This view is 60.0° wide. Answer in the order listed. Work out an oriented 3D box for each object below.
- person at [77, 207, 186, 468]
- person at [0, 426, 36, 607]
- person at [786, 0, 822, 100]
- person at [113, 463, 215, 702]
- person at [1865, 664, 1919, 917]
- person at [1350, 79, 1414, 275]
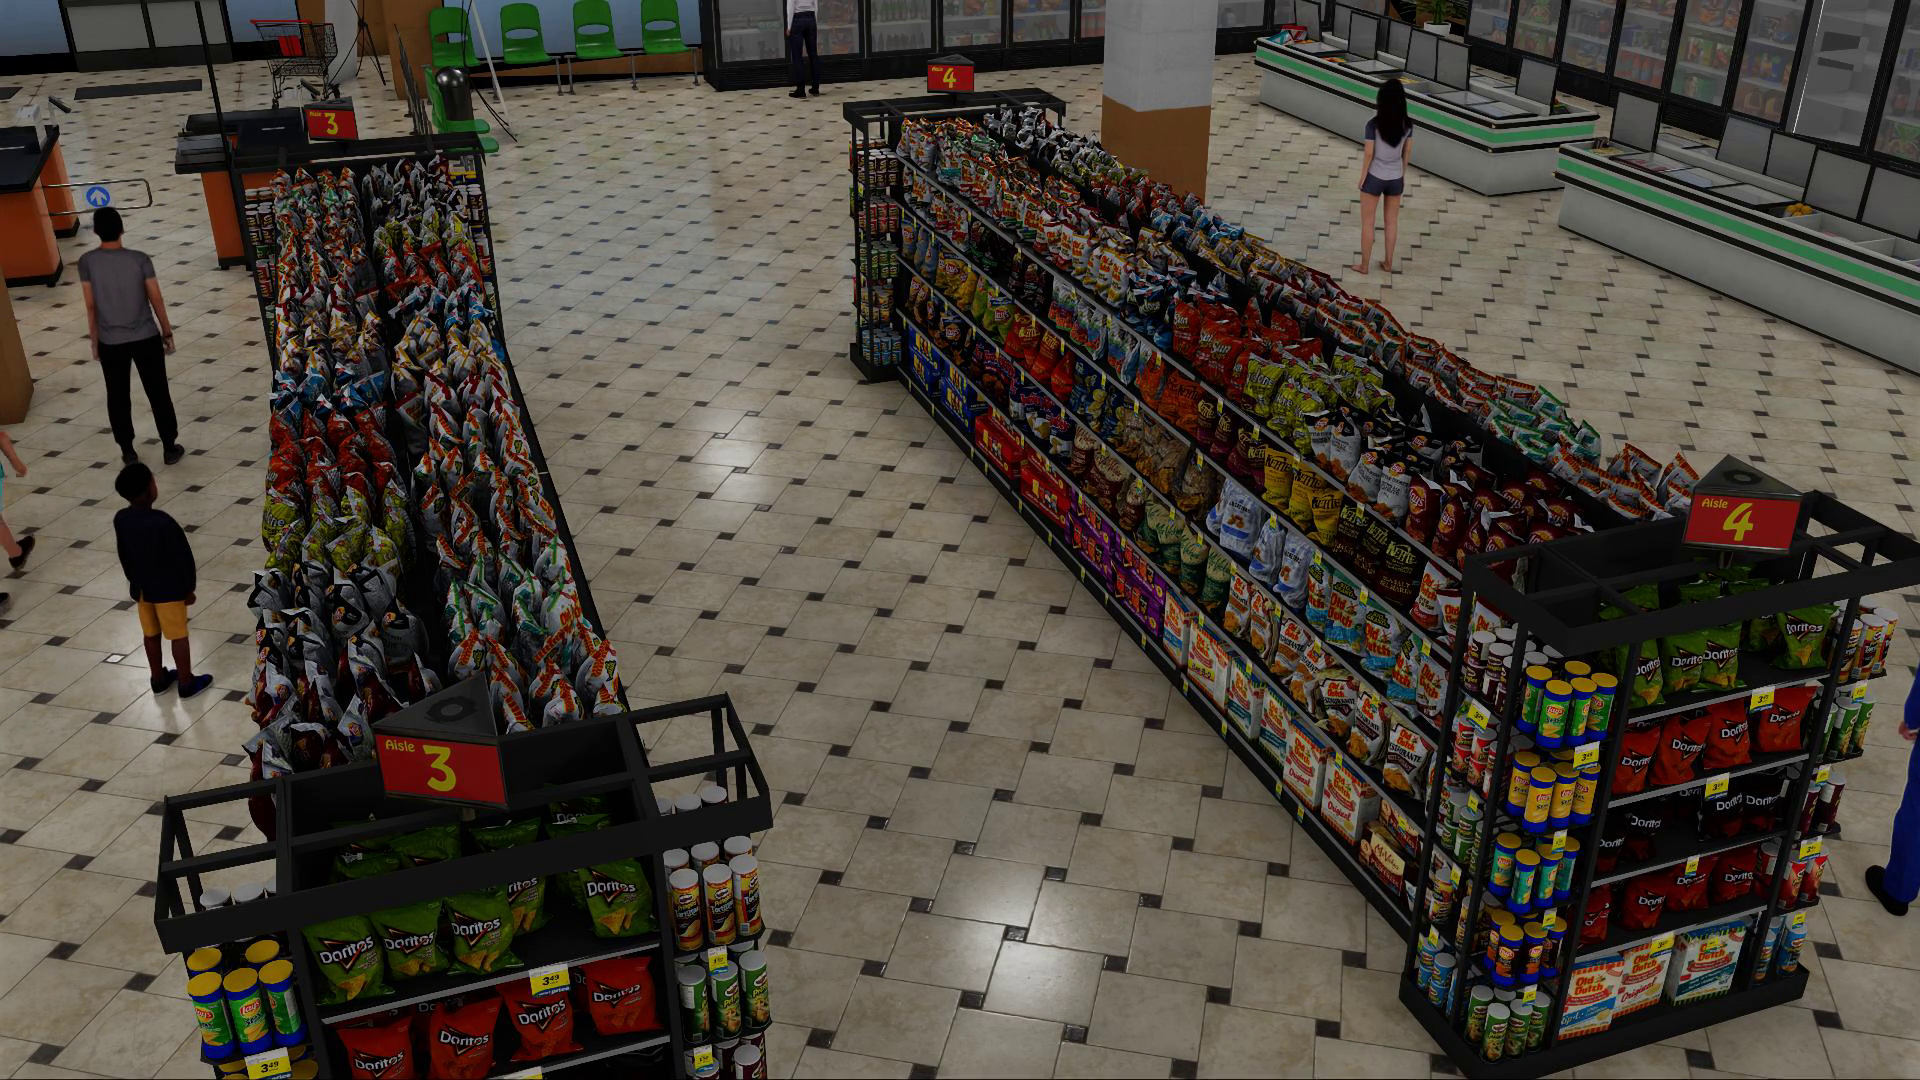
[{"bbox_3d":[-5.452,-1.310,10.899,0.647,1.752,0.551,-10,29,-20],"label":"person"},{"bbox_3d":[-5.490,-0.328,9.221,0.805,1.518,1.131,0,27,0],"label":"person"},{"bbox_3d":[-2.005,-6.604,21.209,0.684,1.868,0.666,-19,32,-32],"label":"person"},{"bbox_3d":[-4.075,0.217,8.426,0.615,1.266,0.660,6,28,12],"label":"person"},{"bbox_3d":[4.141,0.745,6.760,0.794,1.830,0.780,6,27,12],"label":"person"},{"bbox_3d":[3.735,-3.203,14.682,0.612,1.707,0.555,-6,28,-12],"label":"person"}]
